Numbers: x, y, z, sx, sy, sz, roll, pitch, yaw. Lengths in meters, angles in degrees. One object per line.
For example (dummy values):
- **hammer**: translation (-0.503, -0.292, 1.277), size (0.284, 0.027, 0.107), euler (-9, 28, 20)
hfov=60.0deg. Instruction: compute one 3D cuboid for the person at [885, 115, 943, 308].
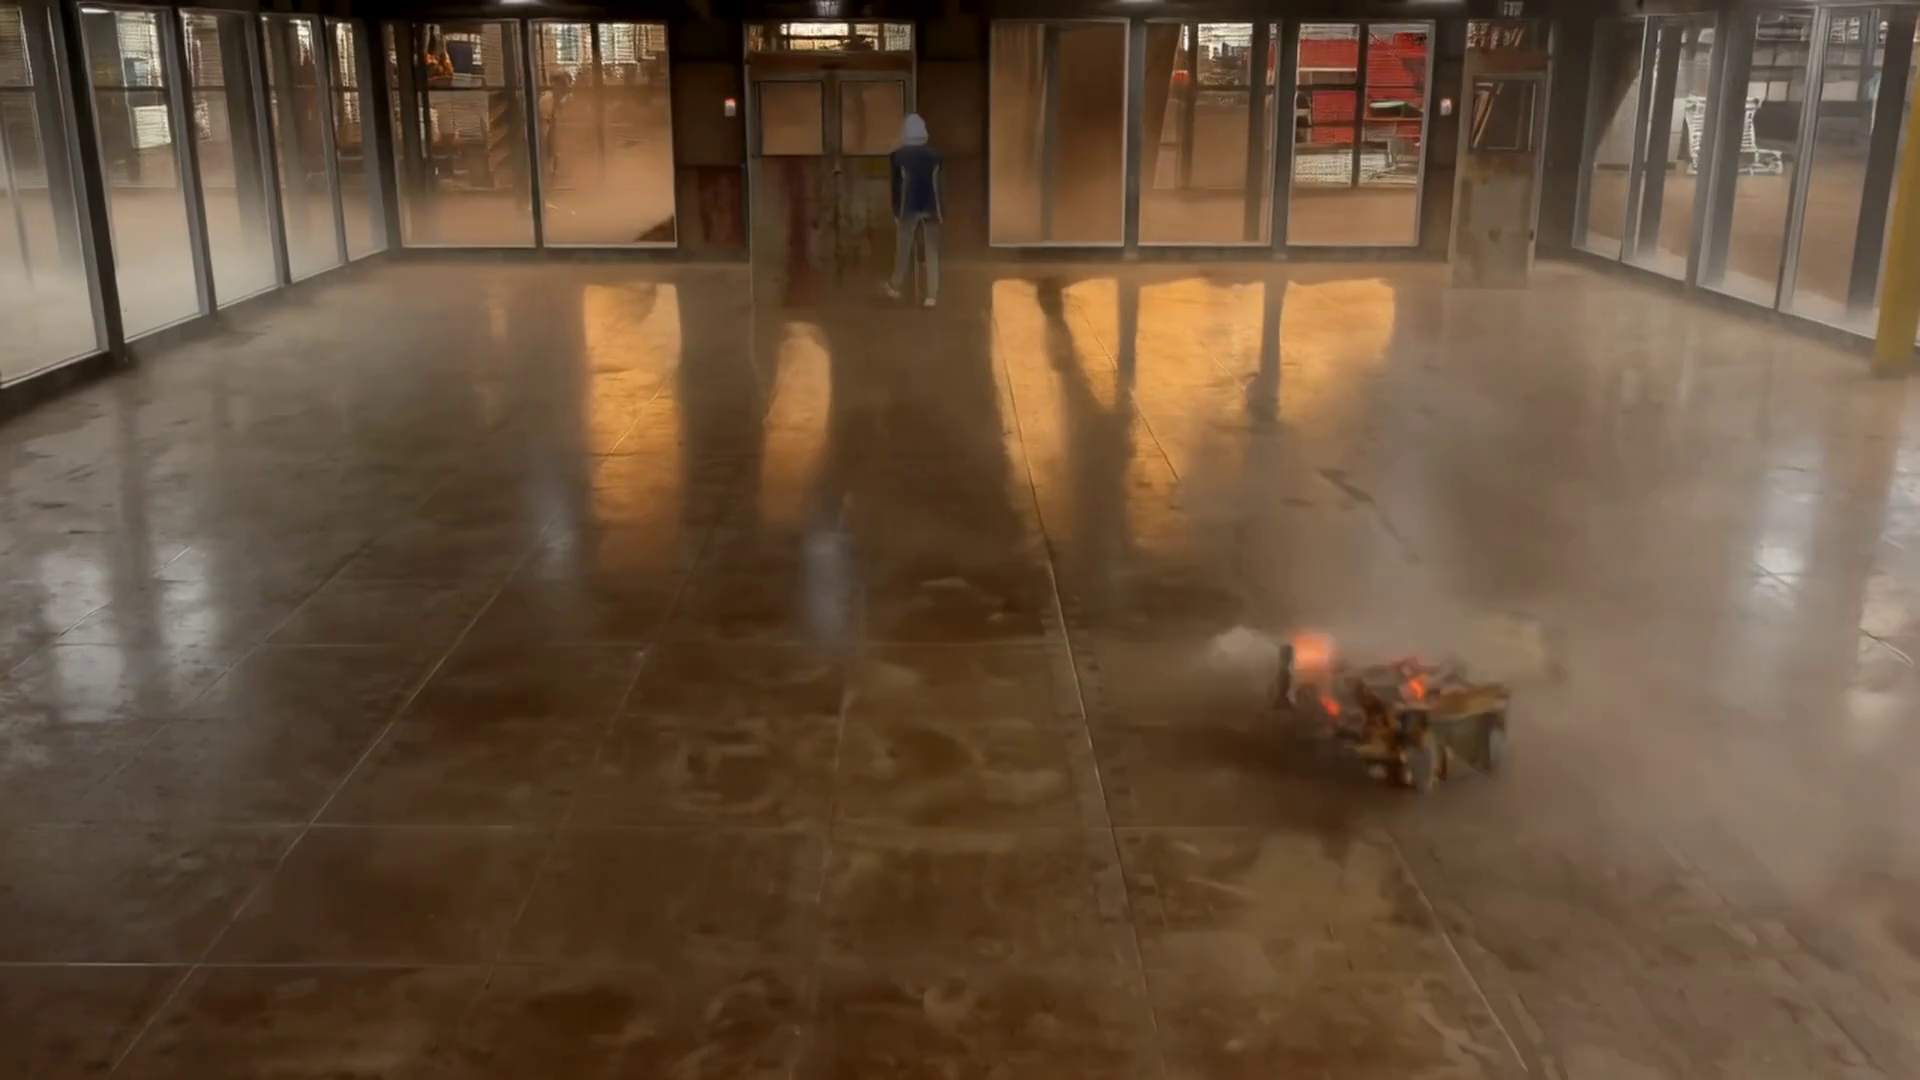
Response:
- **person**: translation (-0.385, -2.800, 14.177), size (0.507, 1.594, 0.857), euler (-6, 17, -19)
